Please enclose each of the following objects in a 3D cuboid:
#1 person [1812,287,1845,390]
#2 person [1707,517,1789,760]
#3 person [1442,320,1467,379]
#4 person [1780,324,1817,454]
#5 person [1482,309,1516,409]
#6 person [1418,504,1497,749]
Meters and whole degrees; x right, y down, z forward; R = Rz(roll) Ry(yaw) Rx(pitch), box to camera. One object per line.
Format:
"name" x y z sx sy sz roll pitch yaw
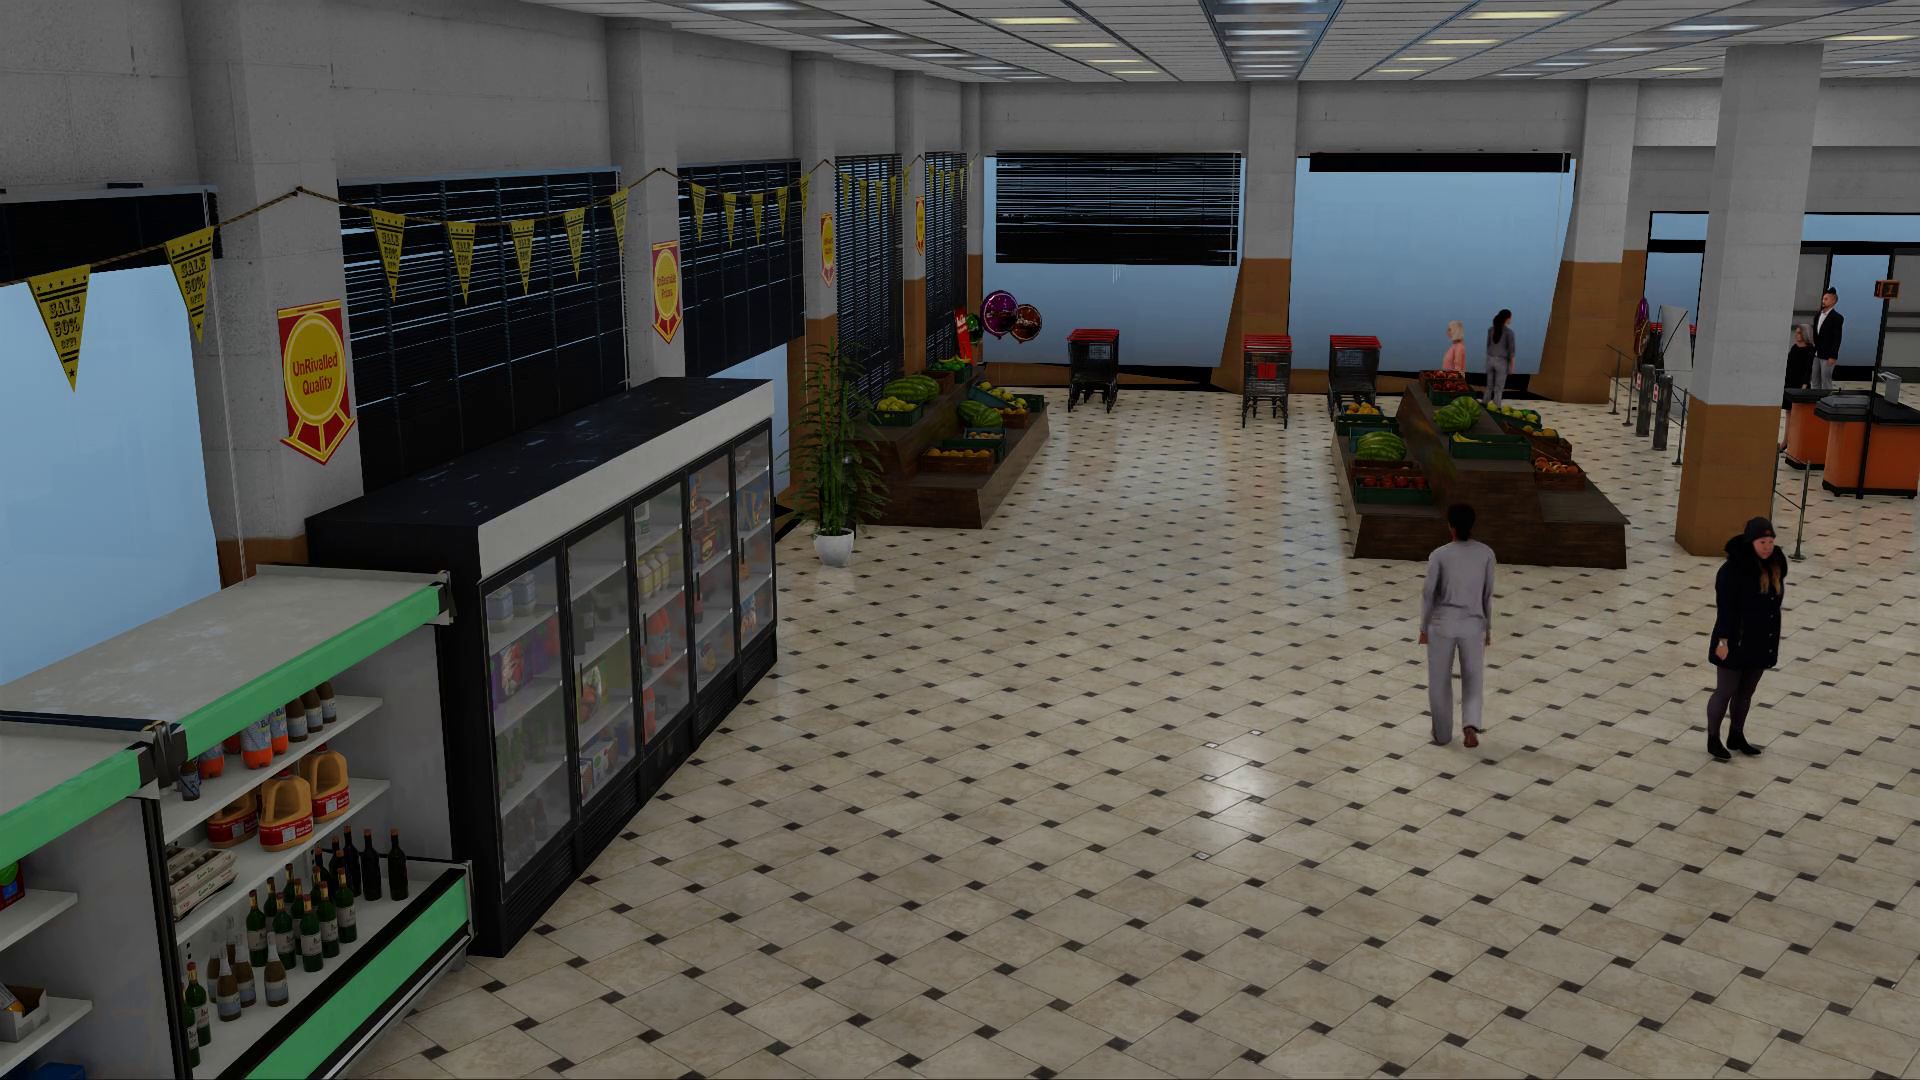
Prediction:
"person" 13.072 -2.843 25.134 0.851 1.949 0.686 -3 14 -13
"person" 5.323 0.658 11.285 0.786 1.674 0.809 -5 14 -19
"person" 6.845 -2.149 22.794 0.658 1.705 0.796 2 14 10
"person" 11.114 -2.004 22.107 0.738 1.747 0.625 -3 14 -12
"person" 7.956 -2.582 24.648 0.783 1.673 0.722 -9 16 -34
"person" 3.417 0.615 11.354 0.707 1.724 0.895 1 14 3
